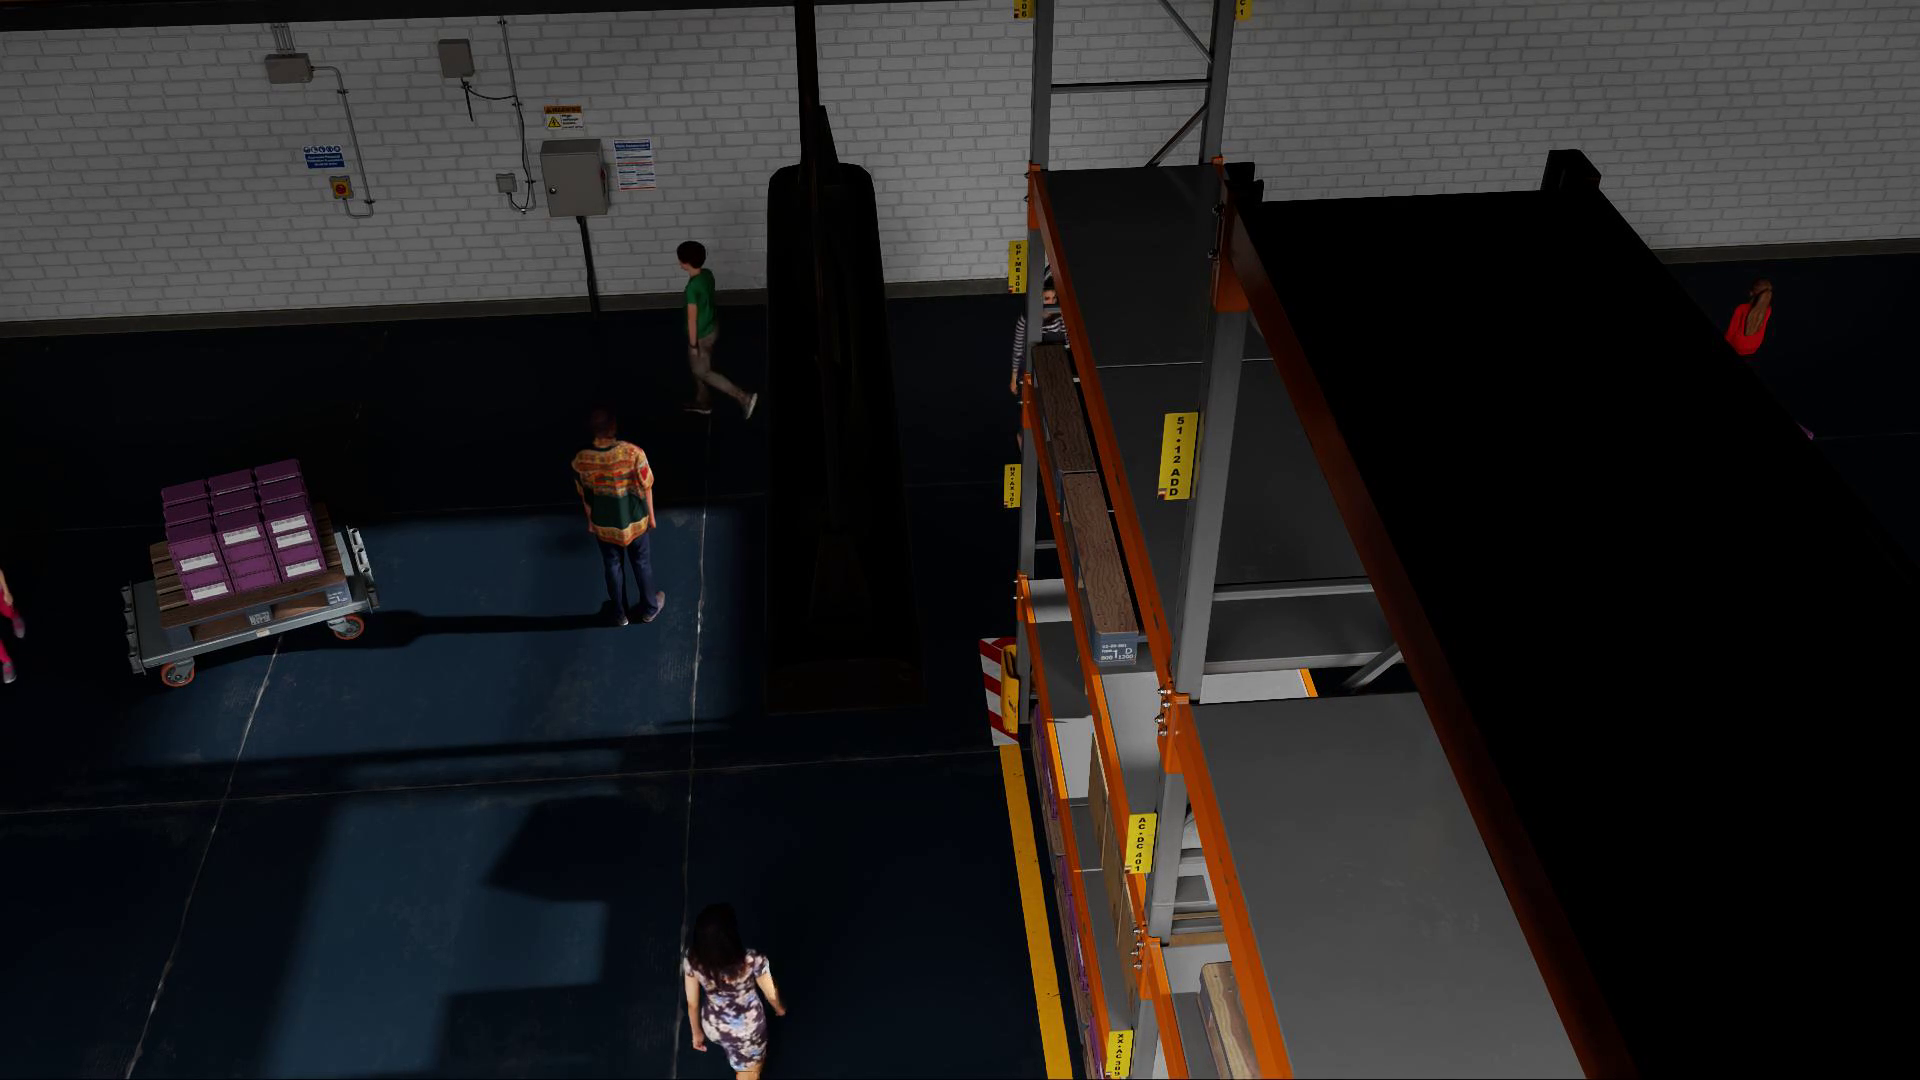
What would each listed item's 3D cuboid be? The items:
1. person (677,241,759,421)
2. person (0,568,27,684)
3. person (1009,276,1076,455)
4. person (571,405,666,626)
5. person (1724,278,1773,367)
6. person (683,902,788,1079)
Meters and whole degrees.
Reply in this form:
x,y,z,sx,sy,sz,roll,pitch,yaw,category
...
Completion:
x,y,z,sx,sy,sz,roll,pitch,yaw,category
-2.033,-1.682,13.651,0.851,1.630,0.995,9,39,11,person
-6.703,0.322,11.445,0.680,1.250,0.948,-17,42,-20,person
0.591,-1.316,13.100,0.914,1.745,1.210,-18,42,-21,person
-2.376,-0.159,11.602,0.684,1.807,0.634,-4,39,-5,person
6.504,-1.617,13.849,0.508,1.281,0.526,-7,39,-8,person
-1.148,2.510,8.344,0.820,1.702,1.149,8,39,10,person
